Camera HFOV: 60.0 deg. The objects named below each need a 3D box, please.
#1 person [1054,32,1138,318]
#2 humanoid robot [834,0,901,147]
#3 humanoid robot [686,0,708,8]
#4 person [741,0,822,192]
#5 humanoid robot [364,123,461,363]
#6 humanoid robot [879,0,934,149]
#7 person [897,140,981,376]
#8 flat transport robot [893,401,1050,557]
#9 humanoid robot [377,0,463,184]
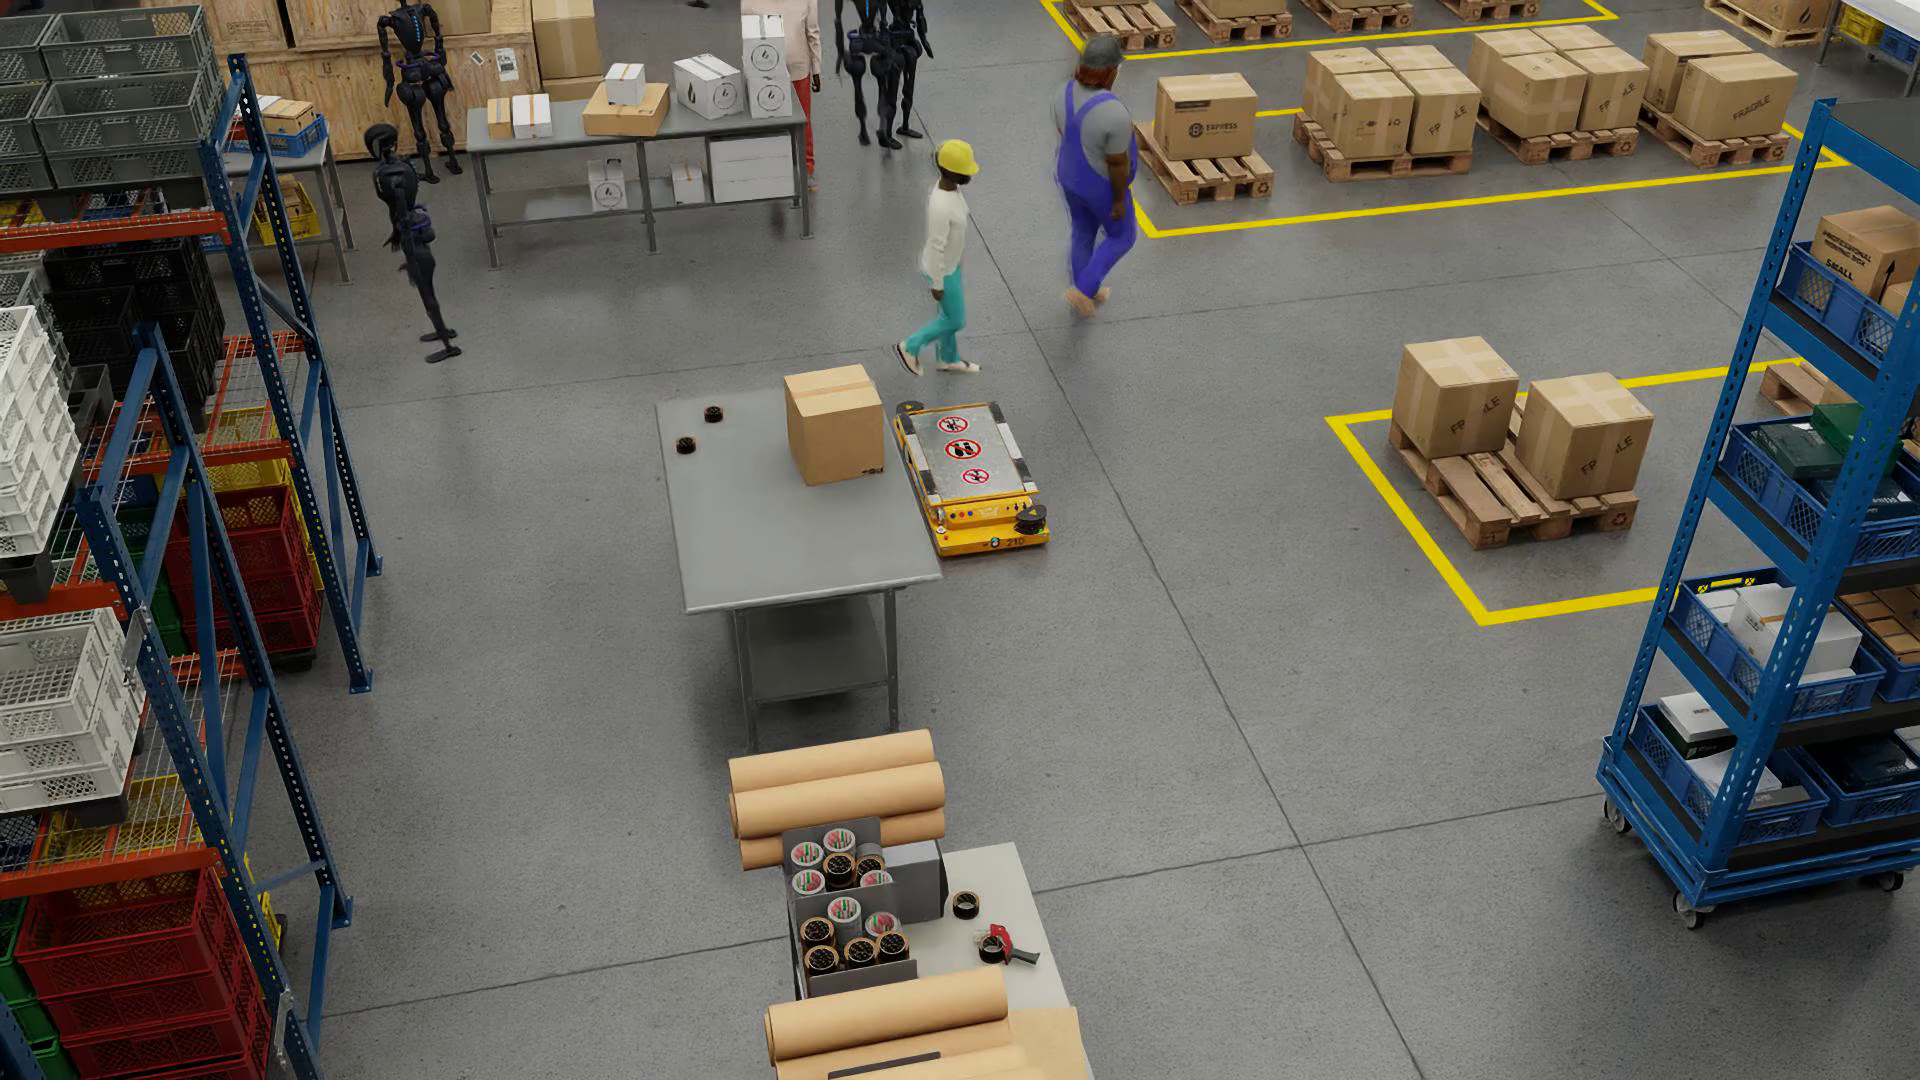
[{"bbox_3d":[0.949,-2.485,11.410,0.569,2.000,0.692,-24,43,-28],"label":"person"},{"bbox_3d":[-0.754,-4.060,13.840,0.586,1.653,0.467,-3,37,-4],"label":"humanoid robot"},{"bbox_3d":[-2.616,-6.197,16.702,0.357,1.651,0.639,29,46,33],"label":"humanoid robot"},{"bbox_3d":[-1.385,-3.676,13.060,0.615,1.986,0.405,-6,37,-7],"label":"person"},{"bbox_3d":[-3.647,-1.982,11.037,0.348,1.652,0.575,-14,39,-18],"label":"humanoid robot"},{"bbox_3d":[-0.479,-4.134,13.920,0.316,1.656,0.611,25,43,29],"label":"humanoid robot"},{"bbox_3d":[-0.119,-1.786,10.724,0.495,1.743,0.616,3,37,4],"label":"person"},{"bbox_3d":[0.046,-0.430,10.108,0.652,0.197,1.431,-8,37,-10],"label":"flat transport robot"},{"bbox_3d":[-4.349,-3.708,13.346,0.321,1.657,0.598,29,45,33],"label":"humanoid robot"}]
